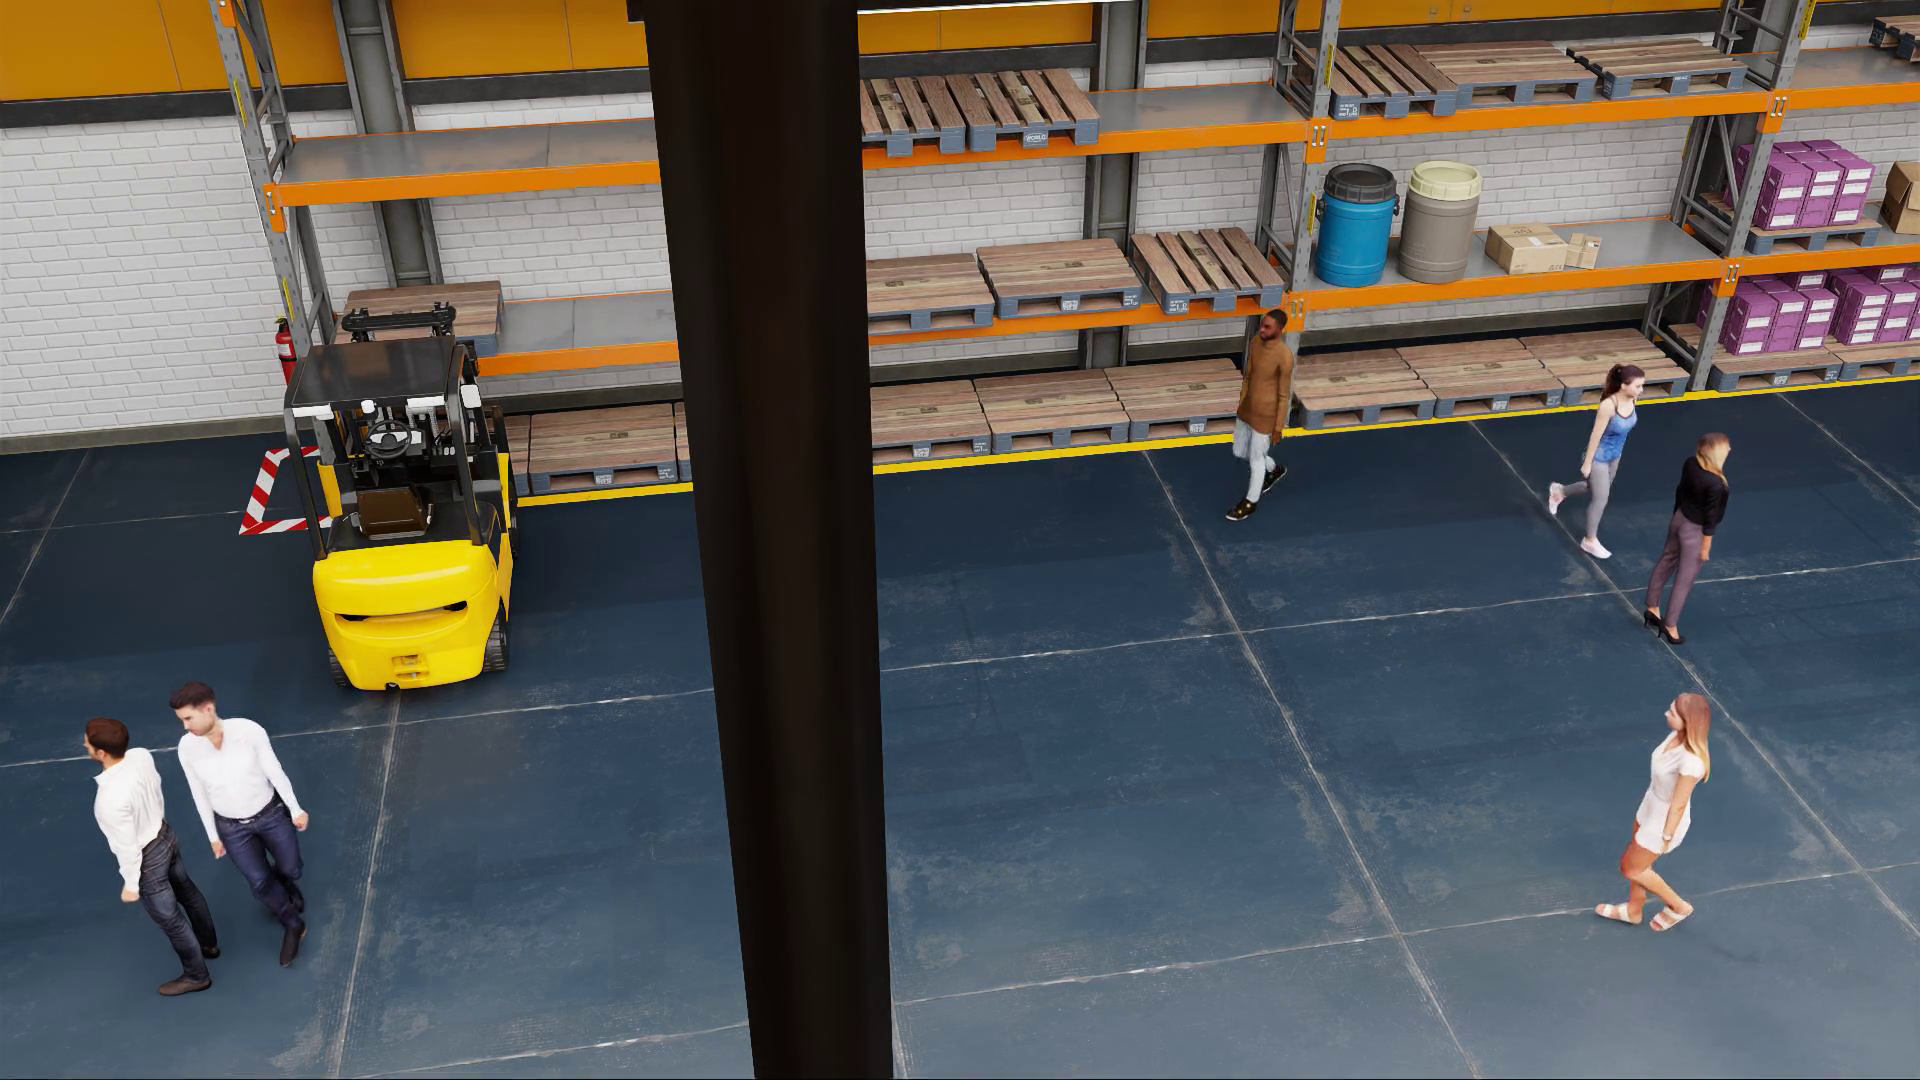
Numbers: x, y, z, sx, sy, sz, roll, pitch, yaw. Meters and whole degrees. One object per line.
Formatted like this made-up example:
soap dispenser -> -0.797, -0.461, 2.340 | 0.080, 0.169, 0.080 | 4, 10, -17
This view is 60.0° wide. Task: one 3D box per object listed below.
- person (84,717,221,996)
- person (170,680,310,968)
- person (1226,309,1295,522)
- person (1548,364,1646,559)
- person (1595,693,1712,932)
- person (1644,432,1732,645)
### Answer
person -> -4.364, 1.694, 8.981 | 0.580, 1.871, 0.686 | -1, 34, -2
person -> -3.971, 1.521, 9.276 | 0.852, 1.832, 0.843 | -21, 39, -28
person -> 2.436, -1.014, 13.111 | 0.973, 1.808, 0.836 | -19, 38, -26
person -> 4.879, -0.665, 12.788 | 0.994, 1.584, 0.912 | -19, 38, -26
person -> 4.028, 1.574, 9.334 | 0.825, 1.679, 0.735 | 8, 34, 12
person -> 5.136, -0.027, 11.750 | 0.524, 1.672, 0.591 | -5, 34, -7
